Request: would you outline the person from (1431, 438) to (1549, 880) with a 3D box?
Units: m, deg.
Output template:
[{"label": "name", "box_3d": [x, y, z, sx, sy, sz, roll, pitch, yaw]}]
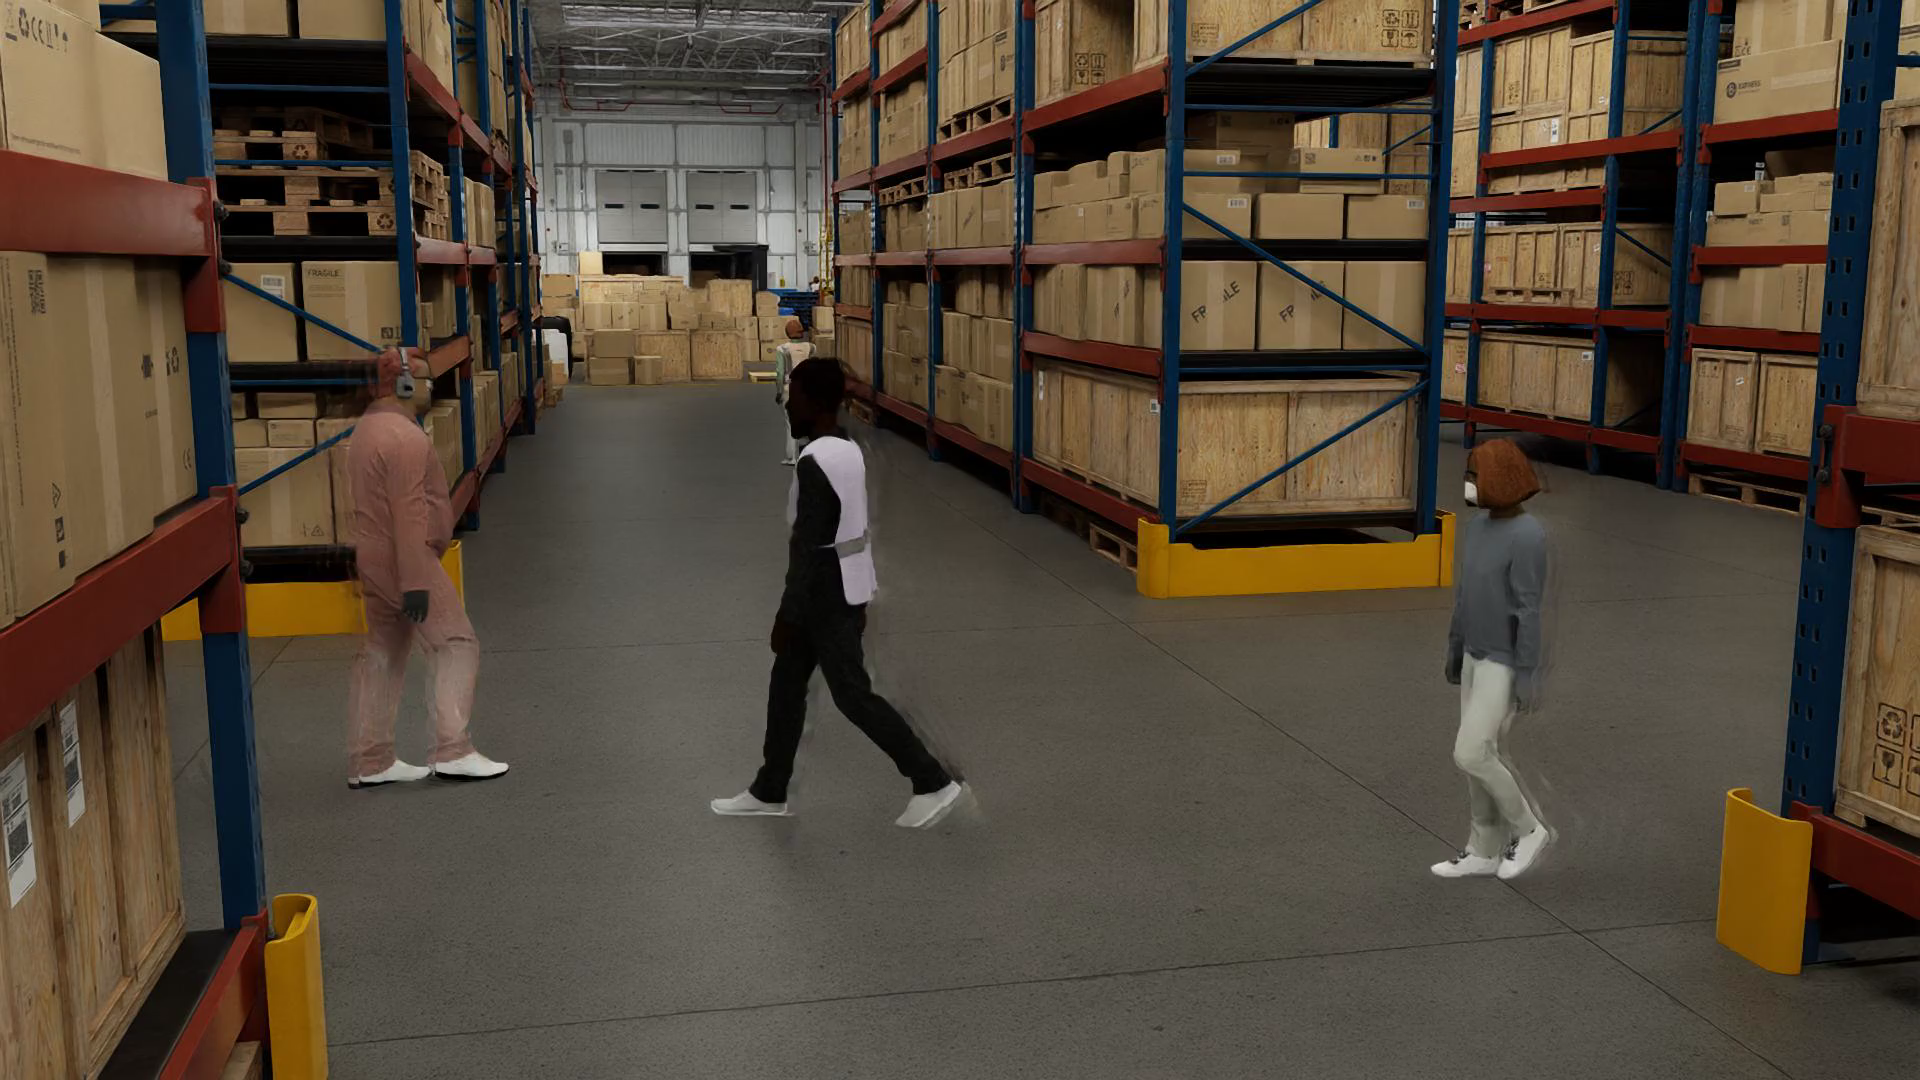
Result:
[{"label": "person", "box_3d": [1.871, 0.445, 5.937, 0.345, 1.620, 0.525, -1, 9, -7]}]

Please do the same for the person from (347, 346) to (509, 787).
[{"label": "person", "box_3d": [-2.276, 0.121, 7.111, 0.730, 1.882, 0.686, -7, 11, -35]}]

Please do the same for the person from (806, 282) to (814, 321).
[{"label": "person", "box_3d": [-6.044, -9.657, 67.487, 0.339, 1.633, 0.712, 6, 11, 30]}]

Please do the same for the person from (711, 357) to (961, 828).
[{"label": "person", "box_3d": [-0.484, 0.216, 6.572, 0.982, 1.883, 0.592, 0, 9, 2]}]

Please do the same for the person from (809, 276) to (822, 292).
[{"label": "person", "box_3d": [-5.325, -8.840, 61.732, 0.585, 1.882, 0.343, 2, 9, 10]}]

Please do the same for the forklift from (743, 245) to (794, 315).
[{"label": "forklift", "box_3d": [-5.578, -6.690, 45.602, 1.873, 2.768, 1.129, -7, 12, -36]}]

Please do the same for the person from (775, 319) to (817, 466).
[{"label": "person", "box_3d": [-1.823, -1.646, 18.634, 0.512, 1.639, 0.311, -5, 11, -30]}]

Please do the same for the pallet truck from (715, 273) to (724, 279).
[{"label": "pallet truck", "box_3d": [-8.580, -8.986, 62.280, 1.885, 1.965, 0.823, 1, 9, 5]}]
